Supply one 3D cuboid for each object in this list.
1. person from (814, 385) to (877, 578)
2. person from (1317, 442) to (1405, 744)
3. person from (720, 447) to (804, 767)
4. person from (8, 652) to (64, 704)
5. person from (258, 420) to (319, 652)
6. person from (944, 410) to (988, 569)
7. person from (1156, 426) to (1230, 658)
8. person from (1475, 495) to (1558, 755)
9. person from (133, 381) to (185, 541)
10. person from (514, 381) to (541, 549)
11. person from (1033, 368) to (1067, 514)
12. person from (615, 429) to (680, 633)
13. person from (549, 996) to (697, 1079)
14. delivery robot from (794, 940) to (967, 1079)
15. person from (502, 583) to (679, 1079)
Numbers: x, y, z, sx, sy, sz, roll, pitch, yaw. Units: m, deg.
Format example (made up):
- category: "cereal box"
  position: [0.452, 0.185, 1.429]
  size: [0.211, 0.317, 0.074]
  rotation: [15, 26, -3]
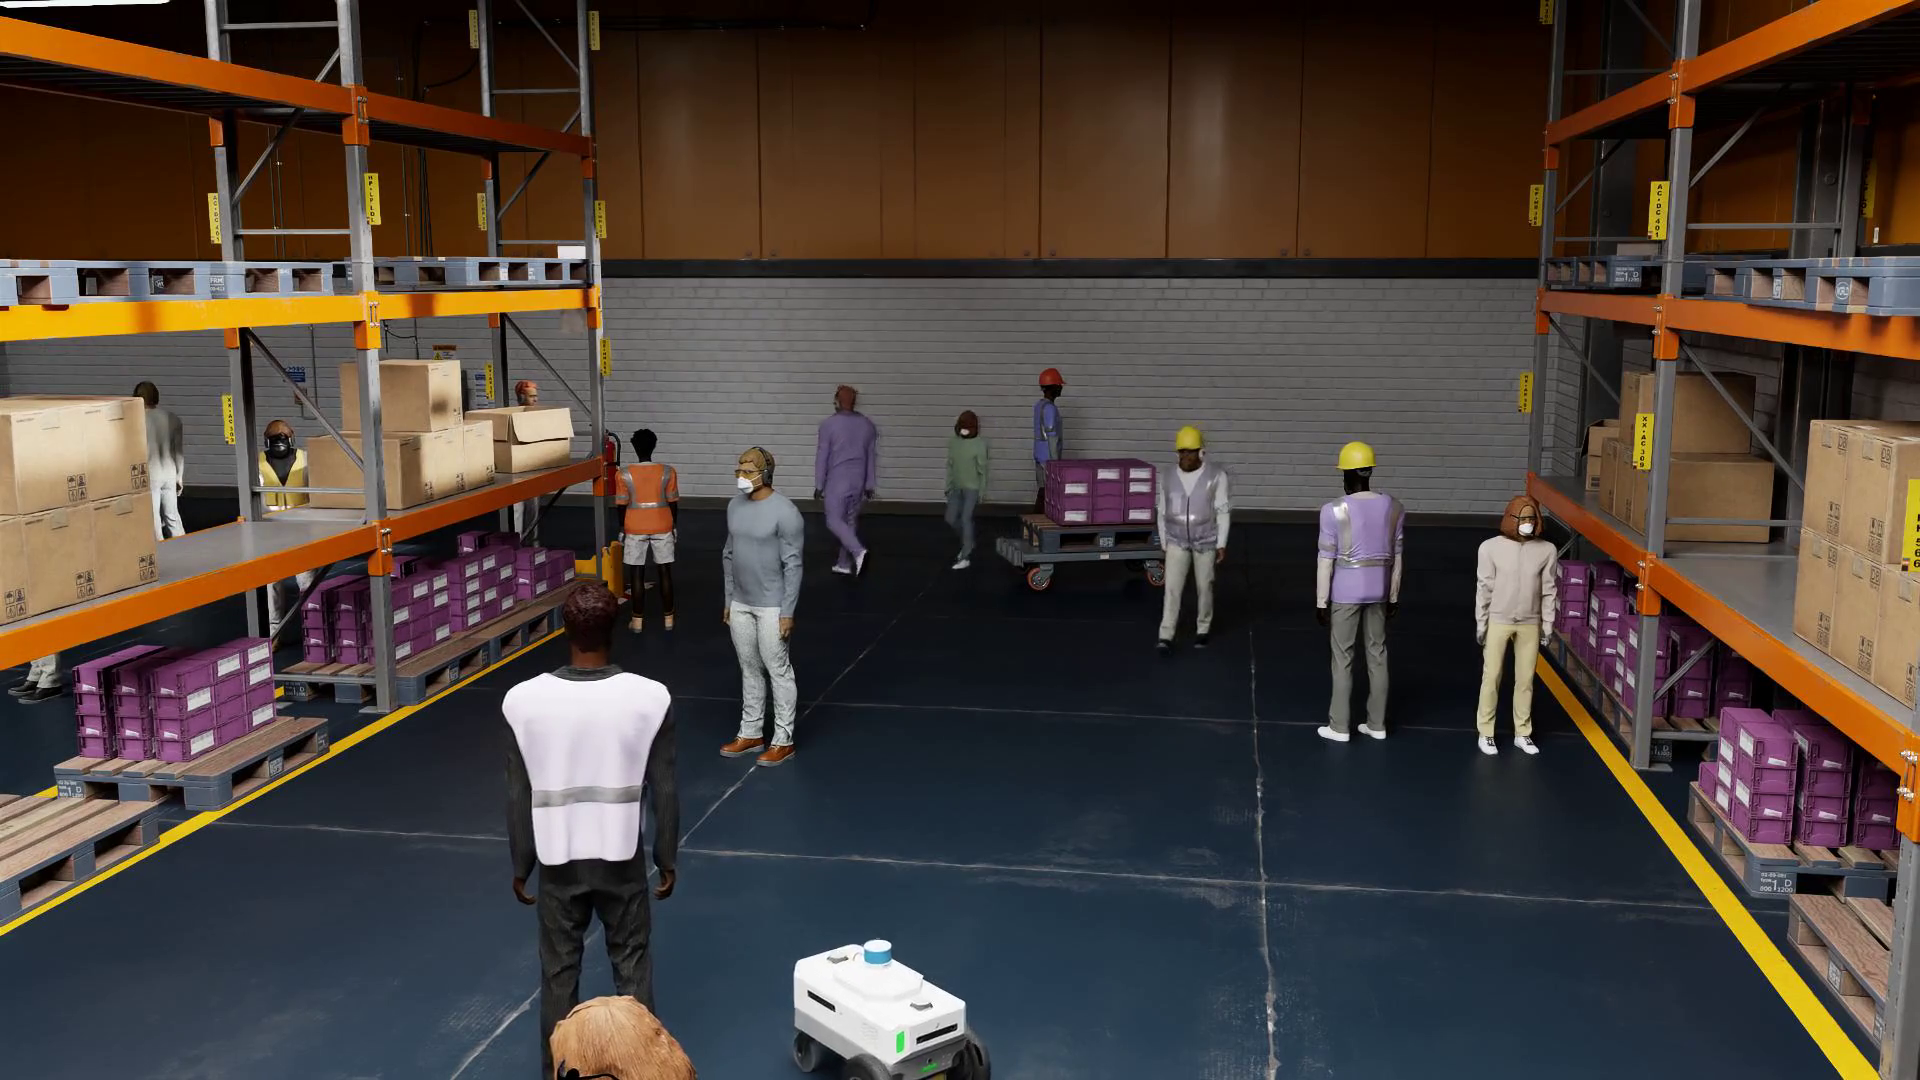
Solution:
- category: "person"
  position: [-1.076, -0.553, 16.131]
  size: [0.644, 1.889, 0.758]
  rotation: [-8, 12, -39]
- category: "person"
  position: [2.522, 0.334, 10.580]
  size: [0.592, 1.919, 0.398]
  rotation: [-2, 9, -14]
- category: "person"
  position: [-1.212, 0.398, 10.111]
  size: [0.631, 1.940, 0.372]
  rotation: [8, 12, 39]
- category: "person"
  position: [-6.480, 0.215, 11.561]
  size: [0.404, 1.833, 0.587]
  rotation: [-7, 12, -38]
- category: "person"
  position: [-5.300, -0.031, 13.085]
  size: [0.621, 1.837, 0.429]
  rotation: [-4, 10, -22]
- category: "person"
  position: [0.054, -0.510, 16.689]
  size: [0.543, 1.610, 0.384]
  rotation: [8, 12, 39]
- category: "person"
  position: [1.794, 0.016, 12.932]
  size: [0.597, 1.785, 0.892]
  rotation: [3, 10, 17]
- category: "person"
  position: [3.428, 0.528, 10.280]
  size: [0.493, 1.625, 0.281]
  rotation: [0, 9, 2]
- category: "person"
  position: [-7.750, -0.559, 16.011]
  size: [0.352, 1.937, 0.635]
  rotation: [4, 10, 25]
- category: "person"
  position: [-4.433, -0.688, 16.997]
  size: [0.347, 1.879, 0.580]
  rotation: [4, 10, 24]
- category: "person"
  position: [0.980, -0.893, 18.064]
  size: [0.354, 1.942, 0.545]
  rotation: [-2, 9, -13]
- category: "person"
  position: [-2.584, -0.076, 13.780]
  size: [0.533, 1.696, 0.318]
  rotation: [-3, 10, -19]
- category: "person"
  position: [-0.635, 1.669, 3.240]
  size: [0.298, 1.622, 0.505]
  rotation: [0, 9, -2]
- category: "delivery robot"
  position: [-0.299, 1.700, 6.046]
  size: [0.477, 0.478, 0.707]
  rotation: [-7, 12, -38]
- category: "person"
  position: [-1.282, 1.109, 5.839]
  size: [0.592, 1.907, 0.410]
  rotation: [-2, 9, -10]
